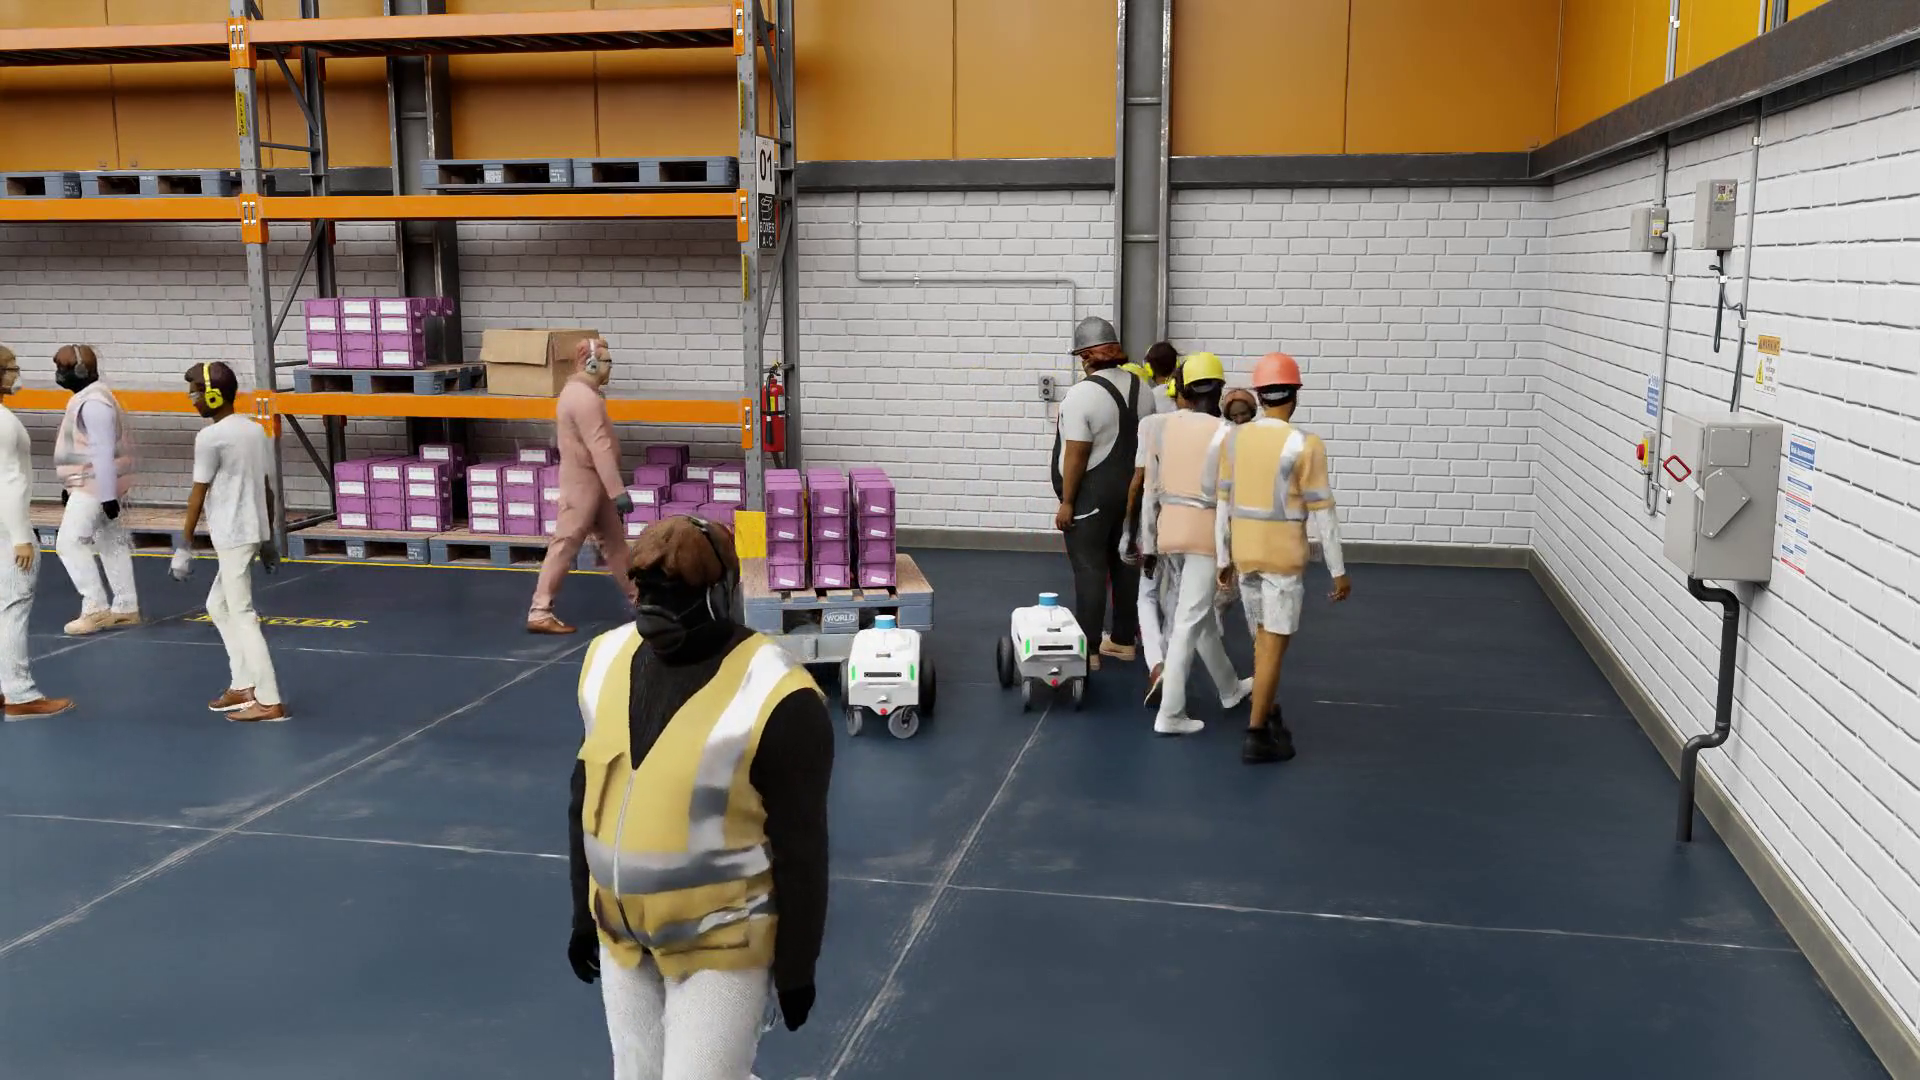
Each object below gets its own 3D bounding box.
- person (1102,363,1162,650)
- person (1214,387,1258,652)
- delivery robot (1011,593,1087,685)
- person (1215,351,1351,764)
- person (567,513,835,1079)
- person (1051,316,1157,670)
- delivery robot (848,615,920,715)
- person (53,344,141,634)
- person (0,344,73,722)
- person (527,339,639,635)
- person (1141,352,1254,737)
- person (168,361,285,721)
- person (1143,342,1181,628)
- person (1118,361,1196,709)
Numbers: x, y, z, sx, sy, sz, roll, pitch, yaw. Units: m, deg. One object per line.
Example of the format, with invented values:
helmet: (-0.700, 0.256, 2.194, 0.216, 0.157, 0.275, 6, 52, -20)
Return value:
person: (1.056, -0.189, 9.981, 0.827, 1.722, 0.516, 7, 12, 36)
person: (1.672, -0.127, 9.944, 0.569, 1.604, 0.658, -5, 11, -26)
delivery robot: (0.471, 0.528, 8.912, 0.477, 0.478, 0.707, 0, 9, -3)
person: (1.522, 0.087, 7.762, 0.576, 1.914, 0.617, -8, 12, -40)
person: (-0.531, 0.824, 3.604, 0.631, 1.822, 0.737, 6, 11, 33)
person: (0.772, -0.281, 9.598, 0.674, 2.000, 0.536, -9, 13, -42)
delivery robot: (-0.375, 0.621, 8.352, 0.477, 0.478, 0.707, 0, 9, 0)
person: (-5.518, -0.315, 10.481, 0.586, 1.824, 0.626, -5, 10, -26)
person: (-4.884, -0.043, 8.481, 0.632, 1.939, 0.359, 9, 13, 42)
person: (-2.292, -0.333, 10.492, 1.010, 1.852, 0.660, -2, 10, -14)
person: (1.267, 0.013, 8.317, 0.950, 1.876, 0.624, -8, 12, -41)
person: (-3.730, 0.024, 8.382, 0.630, 1.840, 0.494, 1, 9, 4)
person: (1.334, -0.351, 10.649, 0.560, 1.831, 0.625, 1, 9, 5)
person: (1.120, -0.014, 8.641, 0.586, 1.829, 0.623, 0, 9, -2)
